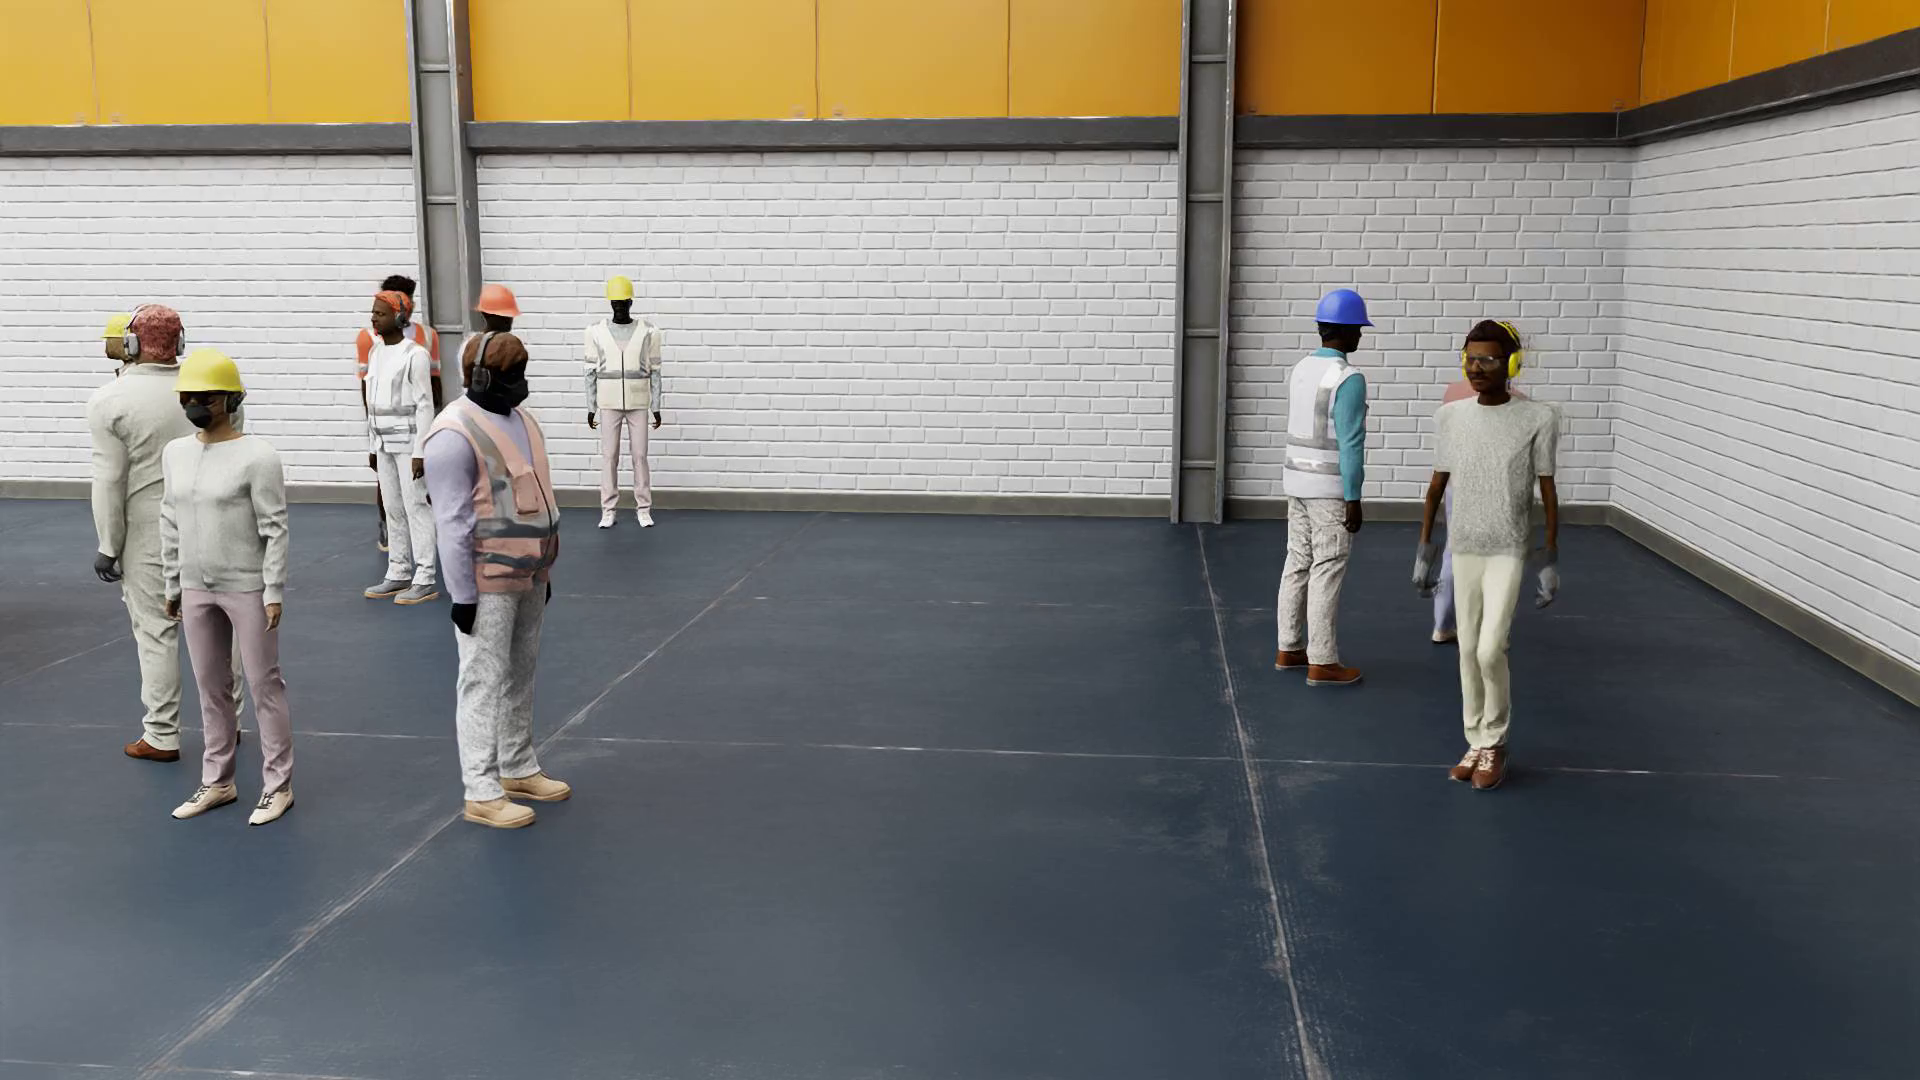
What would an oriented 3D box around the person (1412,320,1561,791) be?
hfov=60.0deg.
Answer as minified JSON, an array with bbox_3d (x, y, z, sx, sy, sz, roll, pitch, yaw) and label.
[{"bbox_3d":[2.053,0.070,6.538,0.558,1.853,0.533,8,13,39],"label":"person"}]

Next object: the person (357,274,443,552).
[{"bbox_3d":[-3.943,-0.898,11.798,0.609,1.956,0.378,-8,13,-40],"label":"person"}]

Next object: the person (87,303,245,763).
[{"bbox_3d":[-3.311,-0.030,6.971,0.409,1.907,0.648,7,12,37],"label":"person"}]

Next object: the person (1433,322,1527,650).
[{"bbox_3d":[2.777,-0.272,8.806,0.342,1.754,0.531,-7,12,-35],"label":"person"}]

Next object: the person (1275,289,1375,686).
[{"bbox_3d":[1.813,-0.259,8.203,0.425,1.938,0.604,-3,10,-18],"label":"person"}]

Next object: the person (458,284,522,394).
[{"bbox_3d":[-3.083,-0.746,11.097,0.702,1.893,0.548,6,12,32],"label":"person"}]

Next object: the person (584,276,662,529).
[{"bbox_3d":[-2.572,-1.050,12.748,0.587,1.927,0.367,-2,10,-11],"label":"person"}]

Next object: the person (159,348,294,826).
[{"bbox_3d":[-2.729,0.178,6.172,0.527,1.772,0.306,3,10,15],"label":"person"}]

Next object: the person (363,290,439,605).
[{"bbox_3d":[-3.393,-0.557,10.048,0.575,1.884,0.355,8,13,38],"label":"person"}]

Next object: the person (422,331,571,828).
[{"bbox_3d":[-1.708,0.141,6.211,0.428,1.835,0.617,3,10,15],"label":"person"}]
